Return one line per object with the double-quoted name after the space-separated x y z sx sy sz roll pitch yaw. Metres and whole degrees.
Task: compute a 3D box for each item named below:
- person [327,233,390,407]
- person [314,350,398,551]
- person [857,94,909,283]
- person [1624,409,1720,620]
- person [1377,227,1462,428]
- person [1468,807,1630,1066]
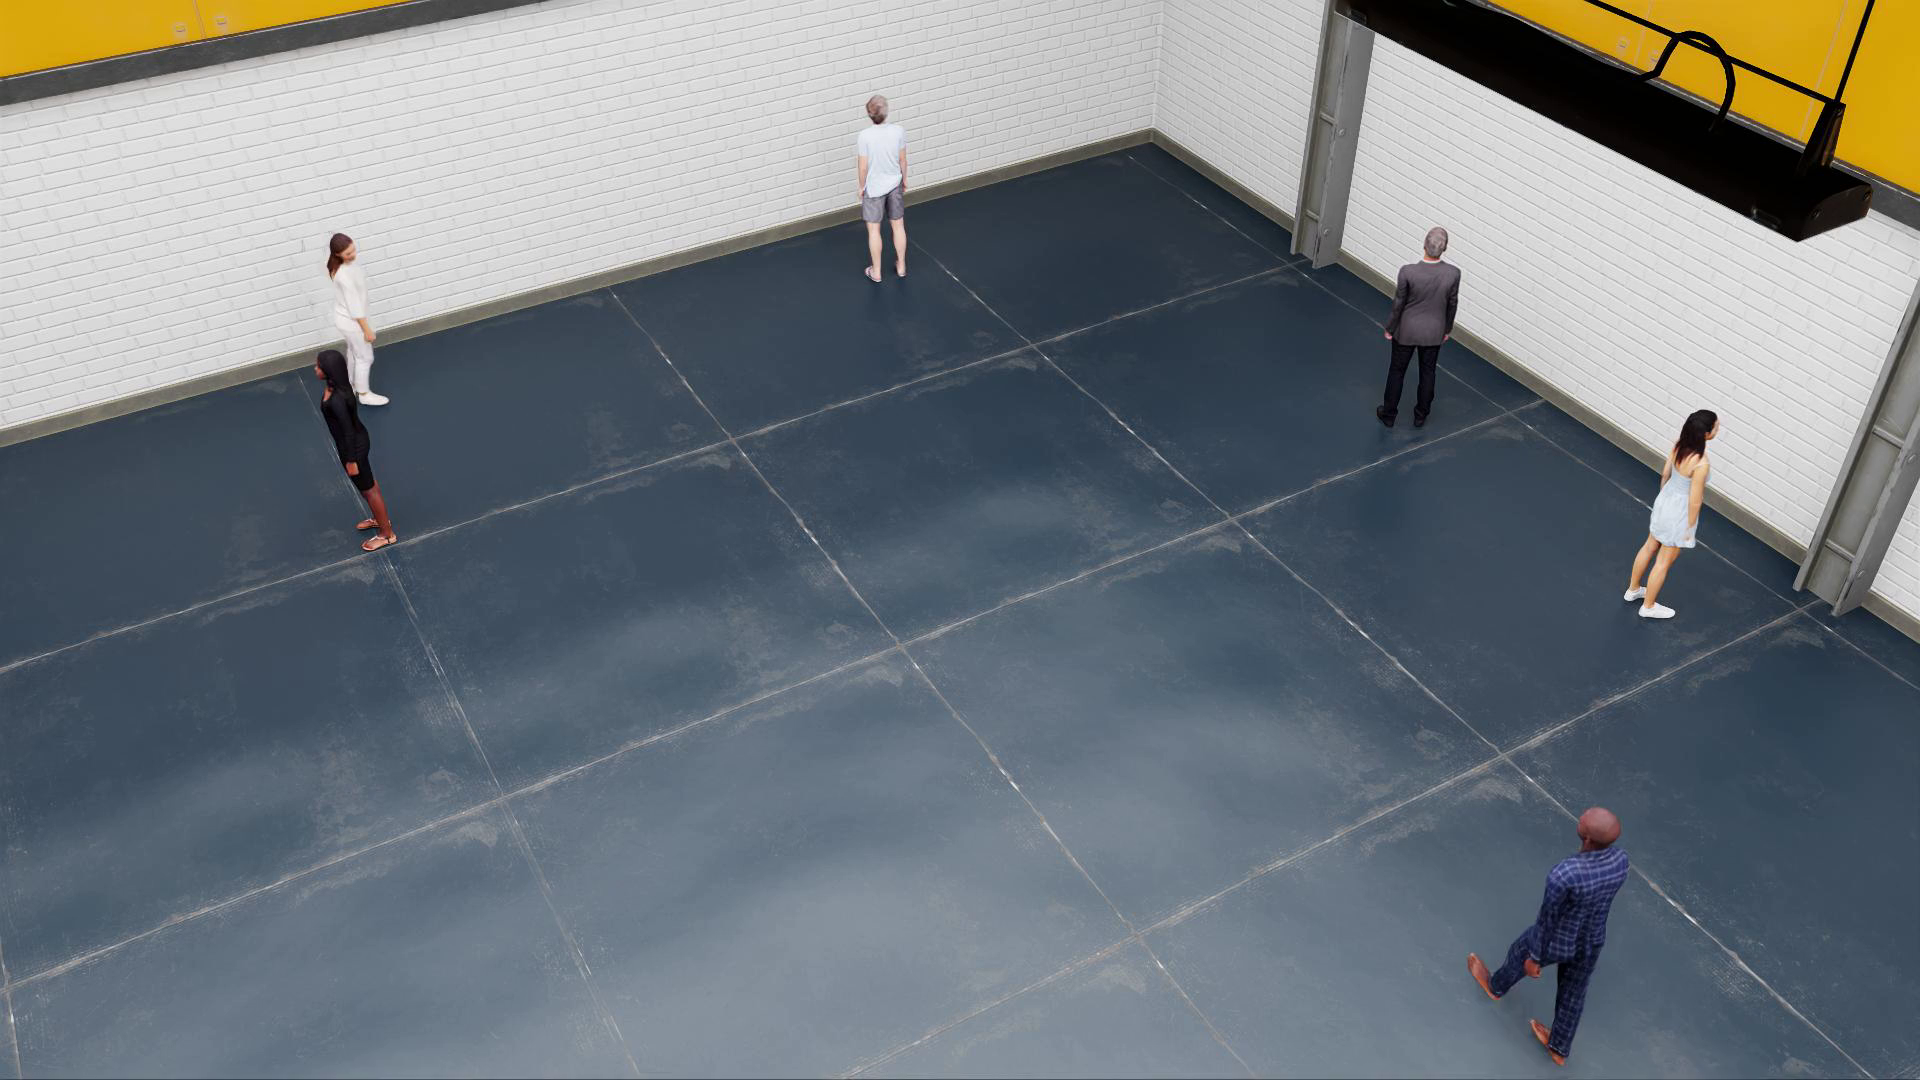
-5.171 -1.874 14.054 0.836 1.659 0.547 -26 46 -29 "person"
-4.577 -0.690 12.524 0.697 1.720 0.474 -15 41 -17 "person"
-0.728 -3.325 15.734 0.691 1.830 0.605 -13 40 -16 "person"
5.106 -0.203 11.905 0.719 1.729 0.588 -5 39 -6 "person"
3.801 -1.755 13.759 0.814 1.842 0.813 1 39 2 "person"
3.300 2.167 8.891 0.813 1.788 1.067 -13 40 -15 "person"
